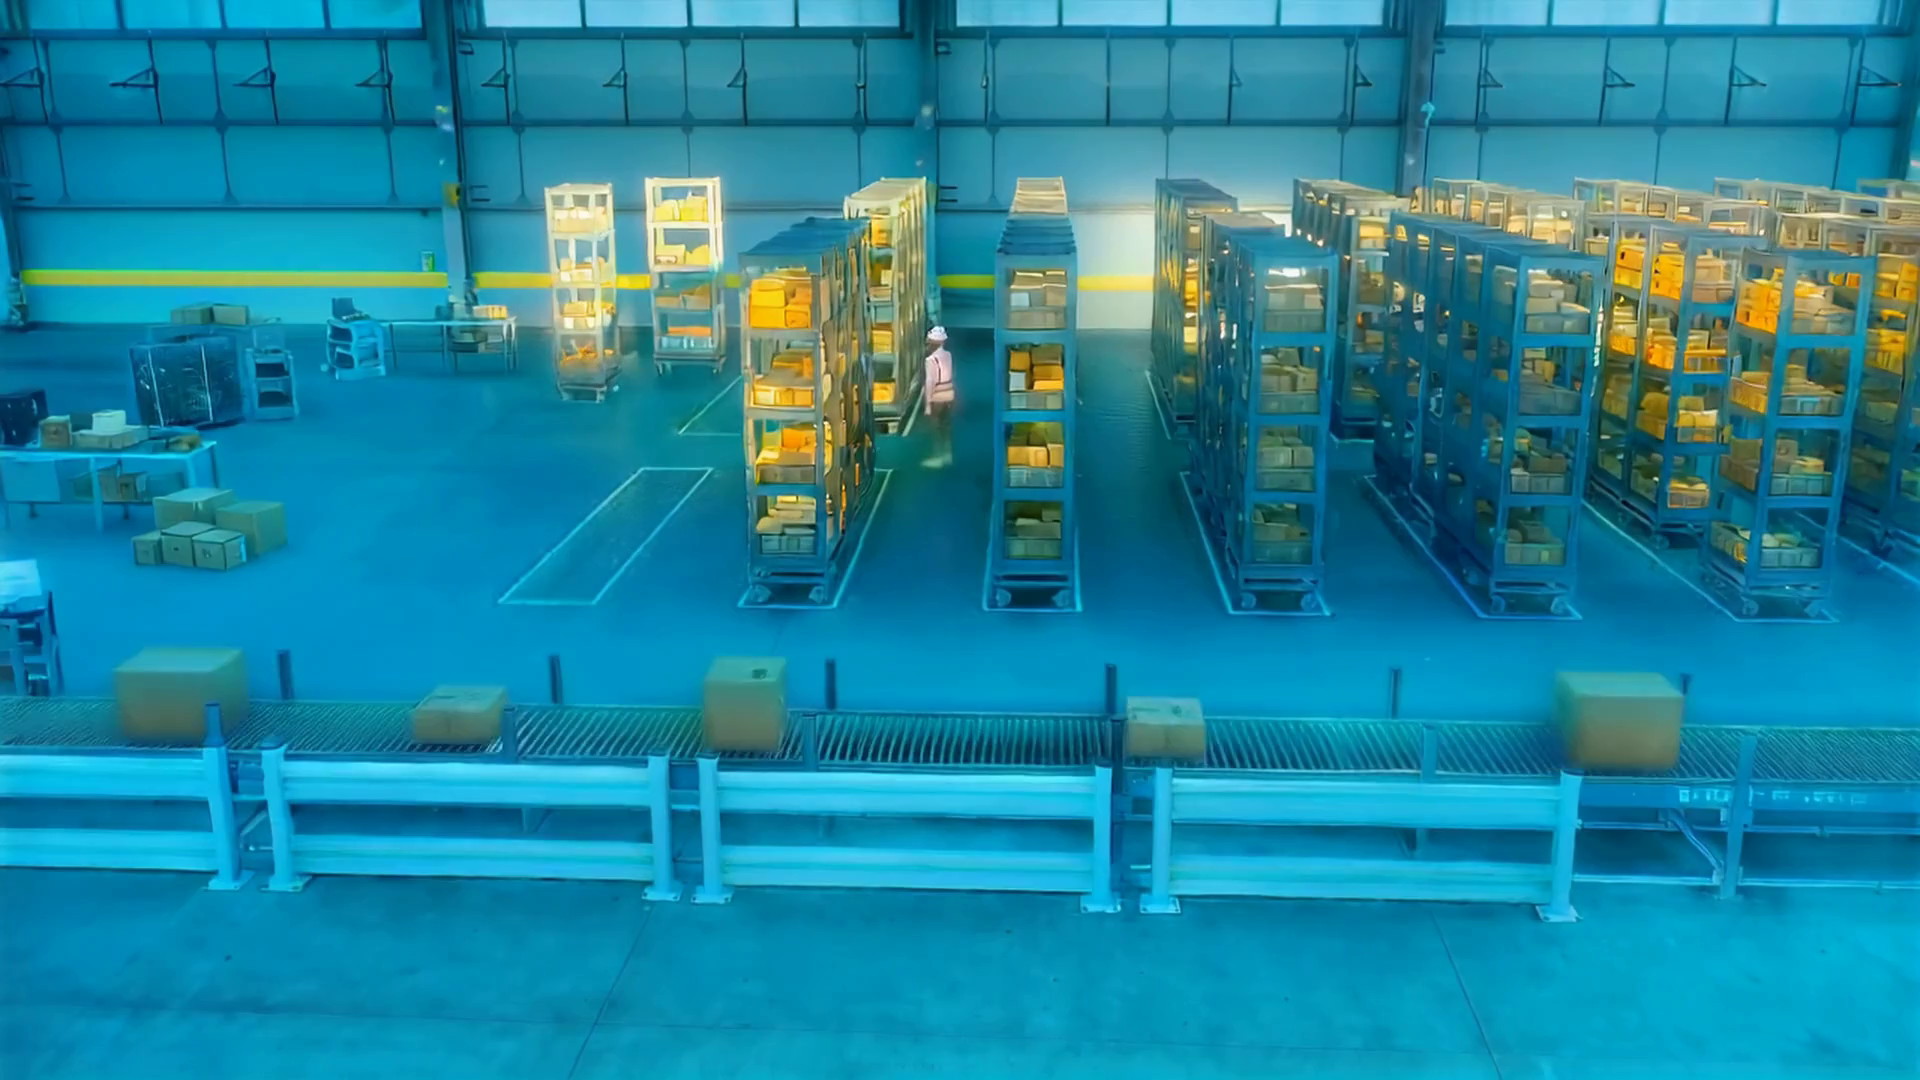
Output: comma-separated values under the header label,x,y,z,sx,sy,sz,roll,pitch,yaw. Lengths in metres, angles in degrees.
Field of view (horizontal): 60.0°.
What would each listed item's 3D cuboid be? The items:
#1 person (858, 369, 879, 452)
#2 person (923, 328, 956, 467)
label,x,y,z,sx,sy,sz,roll,pitch,yaw
person,-1.614,-2.131,24.070,0.934,1.787,0.586,-2,15,-8
person,-0.291,-1.996,23.252,0.377,1.950,0.612,9,18,31
